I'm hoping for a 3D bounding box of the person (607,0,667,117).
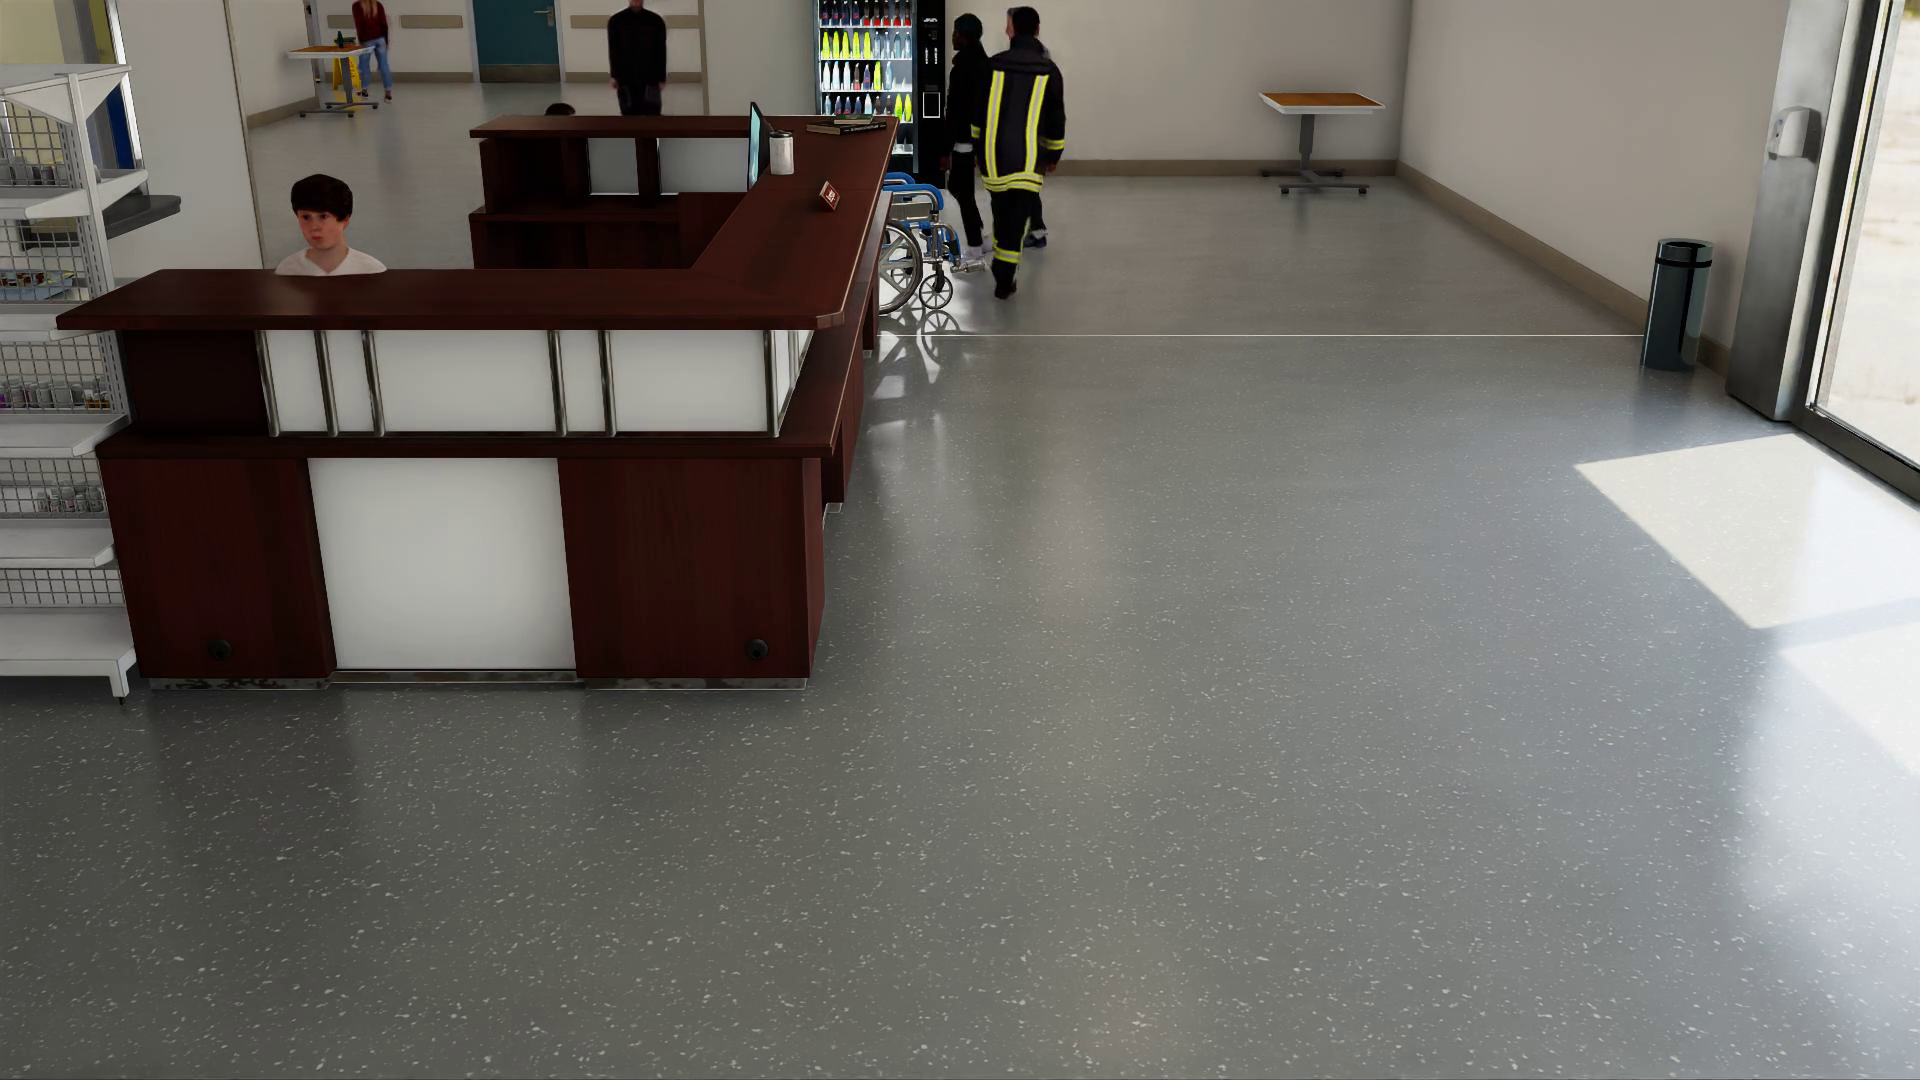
[{"bbox_3d":[-3.049,-4.301,15.731,1.146,1.869,0.774,-1,21,-3],"label":"person"}]

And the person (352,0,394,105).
[{"bbox_3d":[-7.856,-6.648,22.320,1.048,1.590,1.070,-16,26,-36],"label":"person"}]

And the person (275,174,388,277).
[{"bbox_3d":[-2.181,-0.472,5.925,0.518,1.654,0.667,-3,21,-8],"label":"person"}]

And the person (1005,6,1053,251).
[{"bbox_3d":[0.602,-3.118,12.707,0.866,1.799,0.870,11,23,27],"label":"person"}]

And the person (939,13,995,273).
[{"bbox_3d":[0.147,-2.836,11.953,0.802,1.805,0.794,9,23,24],"label":"person"}]

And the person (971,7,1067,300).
[{"bbox_3d":[0.352,-2.552,11.106,0.945,1.874,0.973,4,21,11],"label":"person"}]
